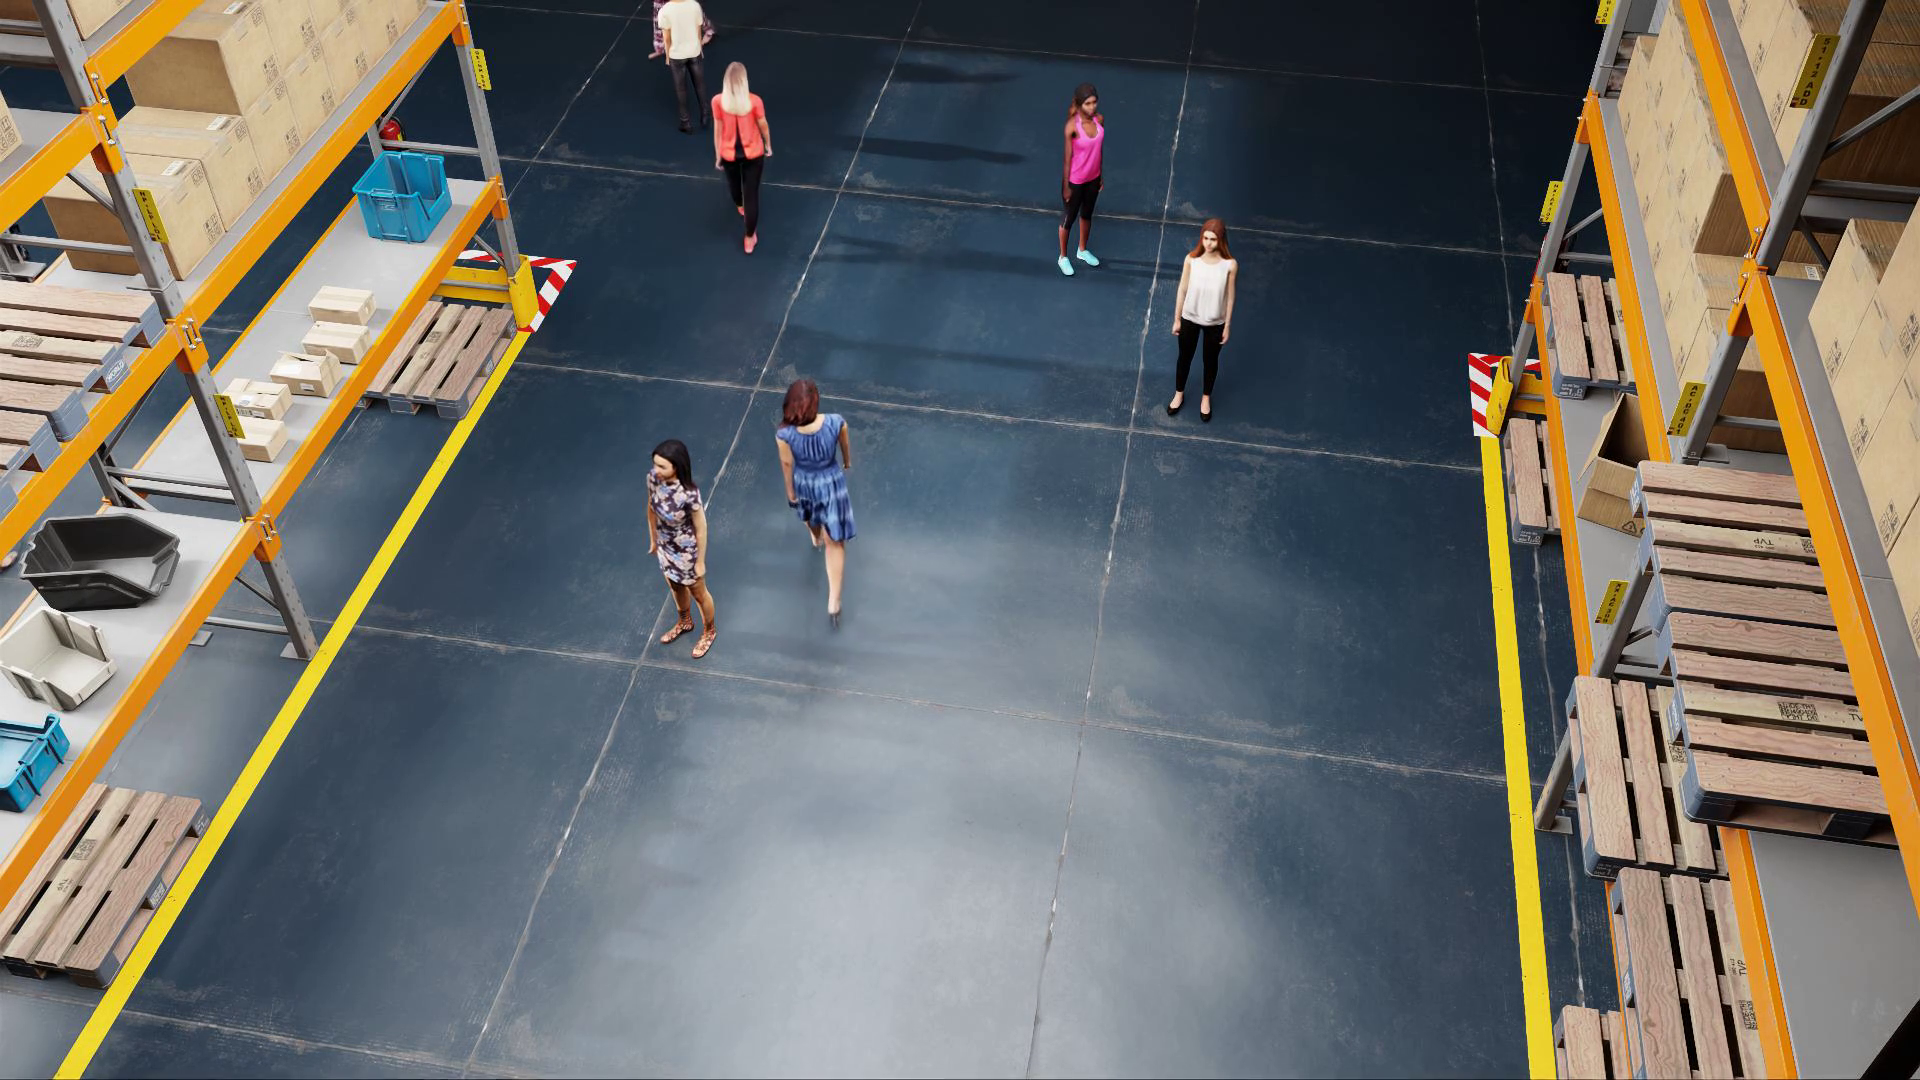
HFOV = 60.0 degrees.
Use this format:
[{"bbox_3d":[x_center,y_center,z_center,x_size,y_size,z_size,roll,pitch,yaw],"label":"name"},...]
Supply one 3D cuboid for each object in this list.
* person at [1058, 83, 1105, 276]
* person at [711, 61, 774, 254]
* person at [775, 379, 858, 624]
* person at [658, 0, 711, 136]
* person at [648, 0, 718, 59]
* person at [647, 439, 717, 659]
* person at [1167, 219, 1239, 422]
[{"bbox_3d":[1.022,-3.050,13.980,0.664,1.724,0.716,-23,48,-22],"label":"person"},{"bbox_3d":[-1.870,-3.227,14.212,0.729,1.659,1.072,0,44,0],"label":"person"},{"bbox_3d":[-0.912,-0.237,11.009,0.865,1.748,1.265,-4,44,-4],"label":"person"},{"bbox_3d":[-2.598,-4.593,15.698,0.652,1.587,0.682,-20,47,-20],"label":"person"},{"bbox_3d":[-2.830,-5.723,16.831,1.130,1.661,0.997,-33,53,-30],"label":"person"},{"bbox_3d":[-1.795,0.046,10.723,0.670,1.733,0.654,25,49,24],"label":"person"},{"bbox_3d":[1.831,-1.669,12.531,0.604,1.722,0.524,11,45,12],"label":"person"}]
